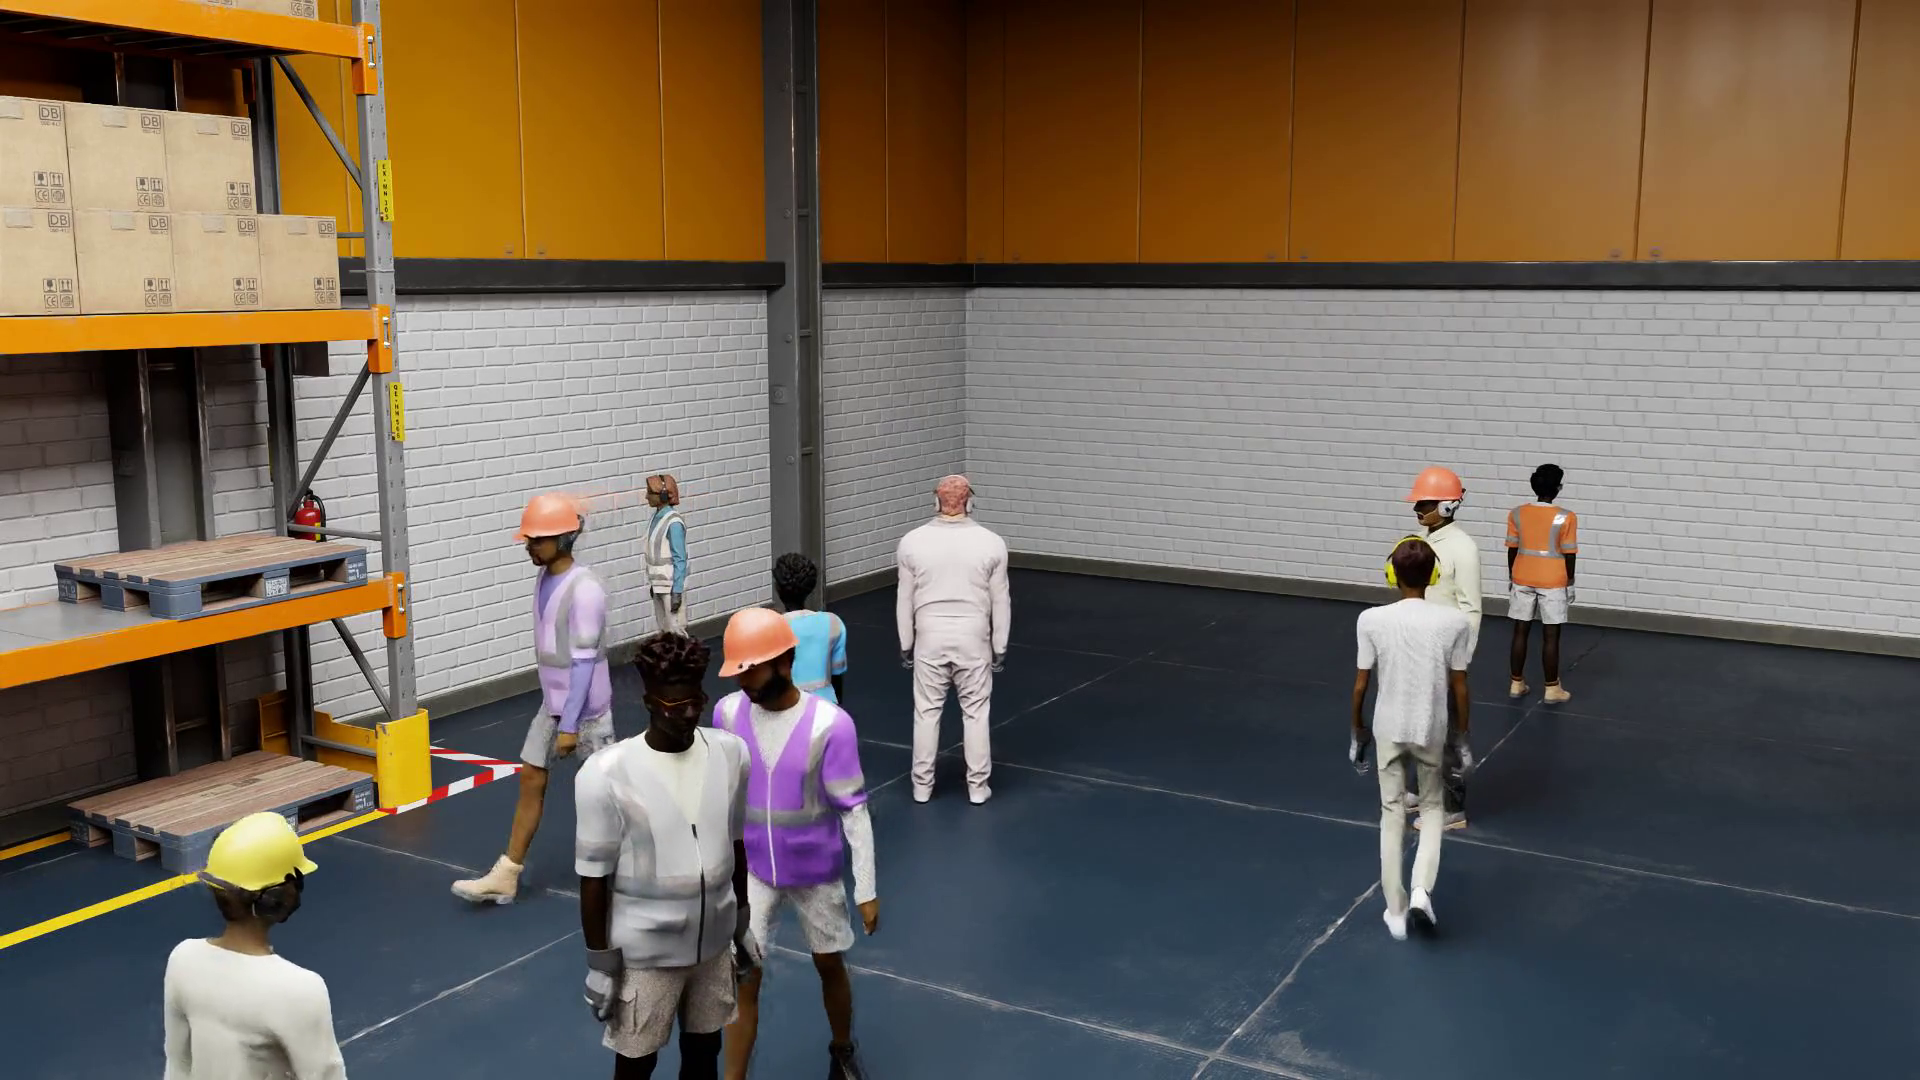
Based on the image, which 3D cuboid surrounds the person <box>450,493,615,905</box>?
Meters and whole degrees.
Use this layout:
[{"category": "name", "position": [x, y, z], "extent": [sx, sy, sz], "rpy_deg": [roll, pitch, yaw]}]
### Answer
[{"category": "person", "position": [-1.959, 0.781, 7.863], "extent": [1.000, 1.995, 0.636], "rpy_deg": [-7, 11, -36]}]

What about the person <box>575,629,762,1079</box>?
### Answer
[{"category": "person", "position": [-0.888, 1.233, 5.161], "extent": [0.613, 1.961, 0.368], "rpy_deg": [-8, 12, -40]}]

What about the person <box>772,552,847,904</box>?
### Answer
[{"category": "person", "position": [-0.781, 0.903, 8.058], "extent": [0.539, 1.695, 0.318], "rpy_deg": [-7, 11, -36]}]

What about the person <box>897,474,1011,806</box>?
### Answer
[{"category": "person", "position": [-0.033, 0.574, 9.499], "extent": [0.652, 1.898, 0.399], "rpy_deg": [1, 9, 4]}]

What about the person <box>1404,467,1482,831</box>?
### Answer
[{"category": "person", "position": [2.593, 0.589, 9.086], "extent": [0.396, 1.992, 0.623], "rpy_deg": [-2, 9, -12]}]

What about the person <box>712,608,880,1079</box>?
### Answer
[{"category": "person", "position": [-0.597, 1.174, 5.772], "extent": [0.634, 1.884, 0.833], "rpy_deg": [2, 9, 14]}]

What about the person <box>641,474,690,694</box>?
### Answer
[{"category": "person", "position": [-2.057, 0.349, 11.691], "extent": [0.311, 1.638, 0.522], "rpy_deg": [-5, 10, -28]}]

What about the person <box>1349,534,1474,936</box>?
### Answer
[{"category": "person", "position": [2.054, 0.899, 7.581], "extent": [0.556, 1.856, 0.405], "rpy_deg": [2, 9, 11]}]

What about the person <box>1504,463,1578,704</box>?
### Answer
[{"category": "person", "position": [4.115, 0.305, 11.786], "extent": [0.322, 1.697, 0.534], "rpy_deg": [-8, 12, -42]}]

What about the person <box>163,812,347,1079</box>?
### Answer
[{"category": "person", "position": [-1.737, 1.525, 4.109], "extent": [0.545, 1.718, 0.920], "rpy_deg": [5, 10, 30]}]
